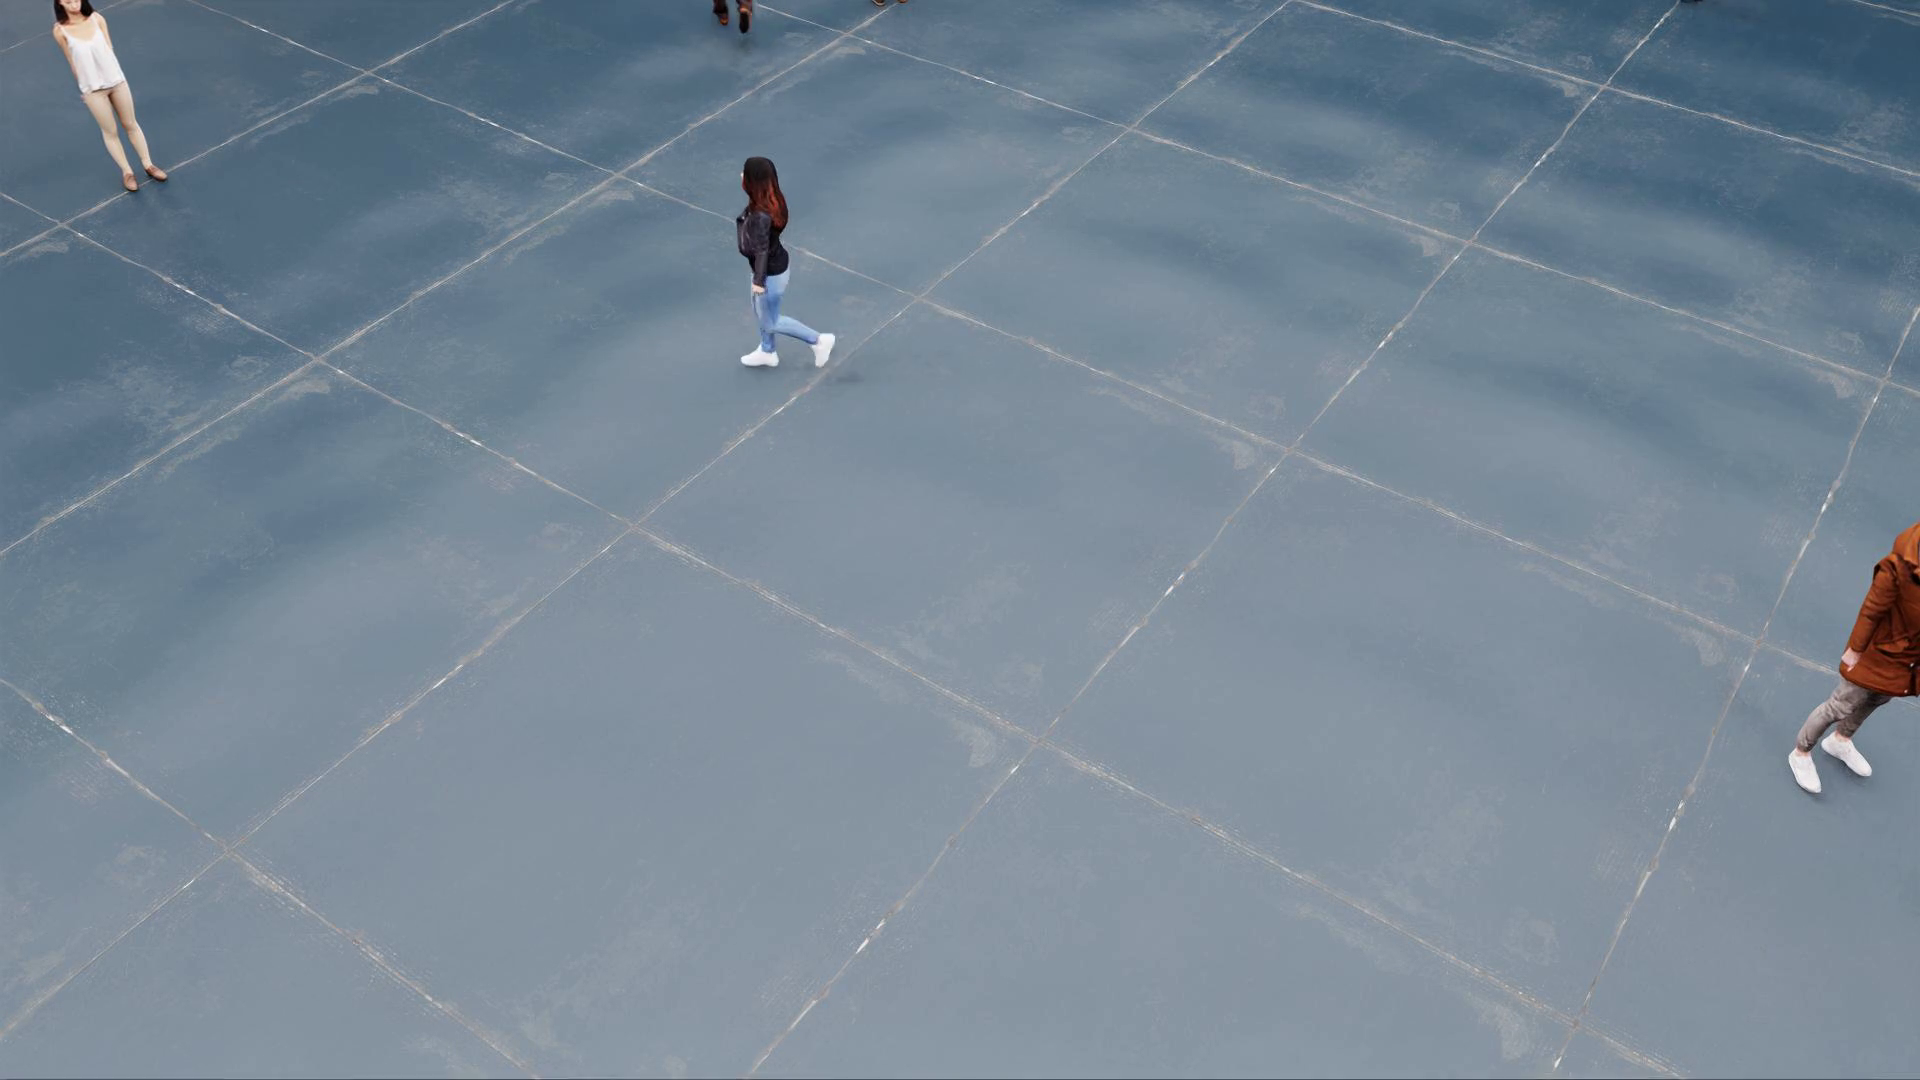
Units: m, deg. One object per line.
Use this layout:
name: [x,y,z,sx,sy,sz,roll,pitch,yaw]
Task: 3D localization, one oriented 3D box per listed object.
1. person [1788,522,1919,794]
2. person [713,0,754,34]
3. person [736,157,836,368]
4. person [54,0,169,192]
person: [4.641,0.530,8.304,0.849,1.837,0.889,-14,45,-14]
person: [-2.090,-5.317,14.603,1.017,1.786,1.106,-11,44,-12]
person: [-1.186,-1.763,10.920,1.029,1.618,0.920,1,43,1]
person: [-6.593,-3.513,12.769,0.570,1.652,0.624,26,49,25]
